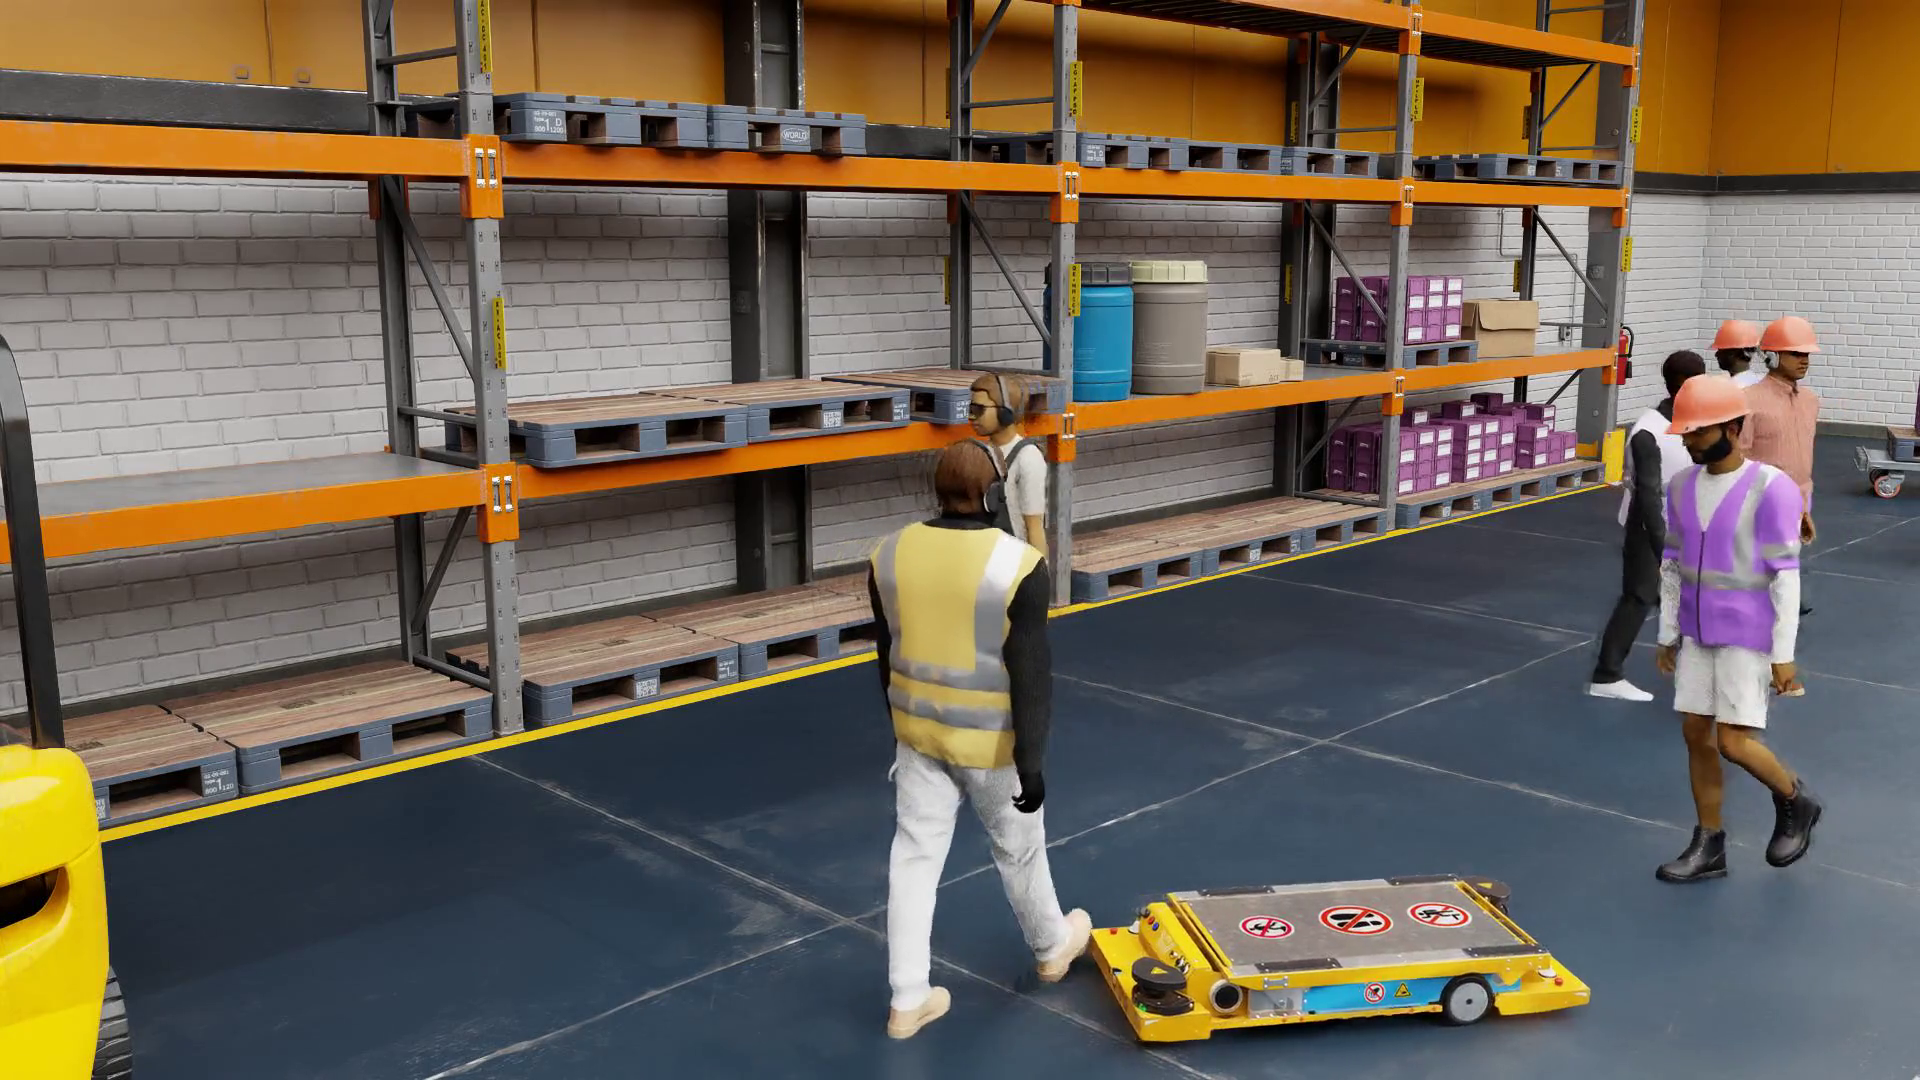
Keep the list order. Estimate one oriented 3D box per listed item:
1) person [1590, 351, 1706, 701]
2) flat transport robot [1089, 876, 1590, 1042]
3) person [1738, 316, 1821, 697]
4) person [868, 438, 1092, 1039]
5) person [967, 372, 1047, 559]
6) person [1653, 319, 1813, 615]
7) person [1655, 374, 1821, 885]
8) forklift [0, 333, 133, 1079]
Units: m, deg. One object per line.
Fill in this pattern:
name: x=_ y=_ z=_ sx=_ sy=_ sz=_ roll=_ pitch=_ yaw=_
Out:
person: x=3.549 y=-0.022 z=8.287 sx=0.648 sy=1.848 sz=0.860 roll=-5 pitch=12 yaw=-27
flat transport robot: x=1.186 y=1.313 z=5.315 sx=1.431 sy=0.197 sz=0.652 roll=-2 pitch=11 yaw=-9
person: x=4.201 y=-0.156 z=8.617 sx=0.611 sy=1.995 sz=0.375 roll=-5 pitch=12 yaw=-28
person: x=0.070 y=0.579 z=5.148 sx=0.652 sy=1.801 sz=0.860 roll=6 pitch=12 yaw=30
person: x=0.138 y=0.188 z=7.194 sx=0.498 sy=1.825 sz=0.535 roll=-5 pitch=11 yaw=-25
person: x=4.895 y=-0.428 z=10.384 sx=0.546 sy=1.900 sz=0.971 roll=-7 pitch=12 yaw=-33
person: x=2.852 y=0.341 z=6.154 sx=0.600 sy=1.908 sz=0.578 roll=-4 pitch=11 yaw=-22
forklift: x=-3.289 y=0.485 z=4.582 sx=1.214 sy=2.155 sz=2.313 roll=-10 pitch=14 yaw=-44
